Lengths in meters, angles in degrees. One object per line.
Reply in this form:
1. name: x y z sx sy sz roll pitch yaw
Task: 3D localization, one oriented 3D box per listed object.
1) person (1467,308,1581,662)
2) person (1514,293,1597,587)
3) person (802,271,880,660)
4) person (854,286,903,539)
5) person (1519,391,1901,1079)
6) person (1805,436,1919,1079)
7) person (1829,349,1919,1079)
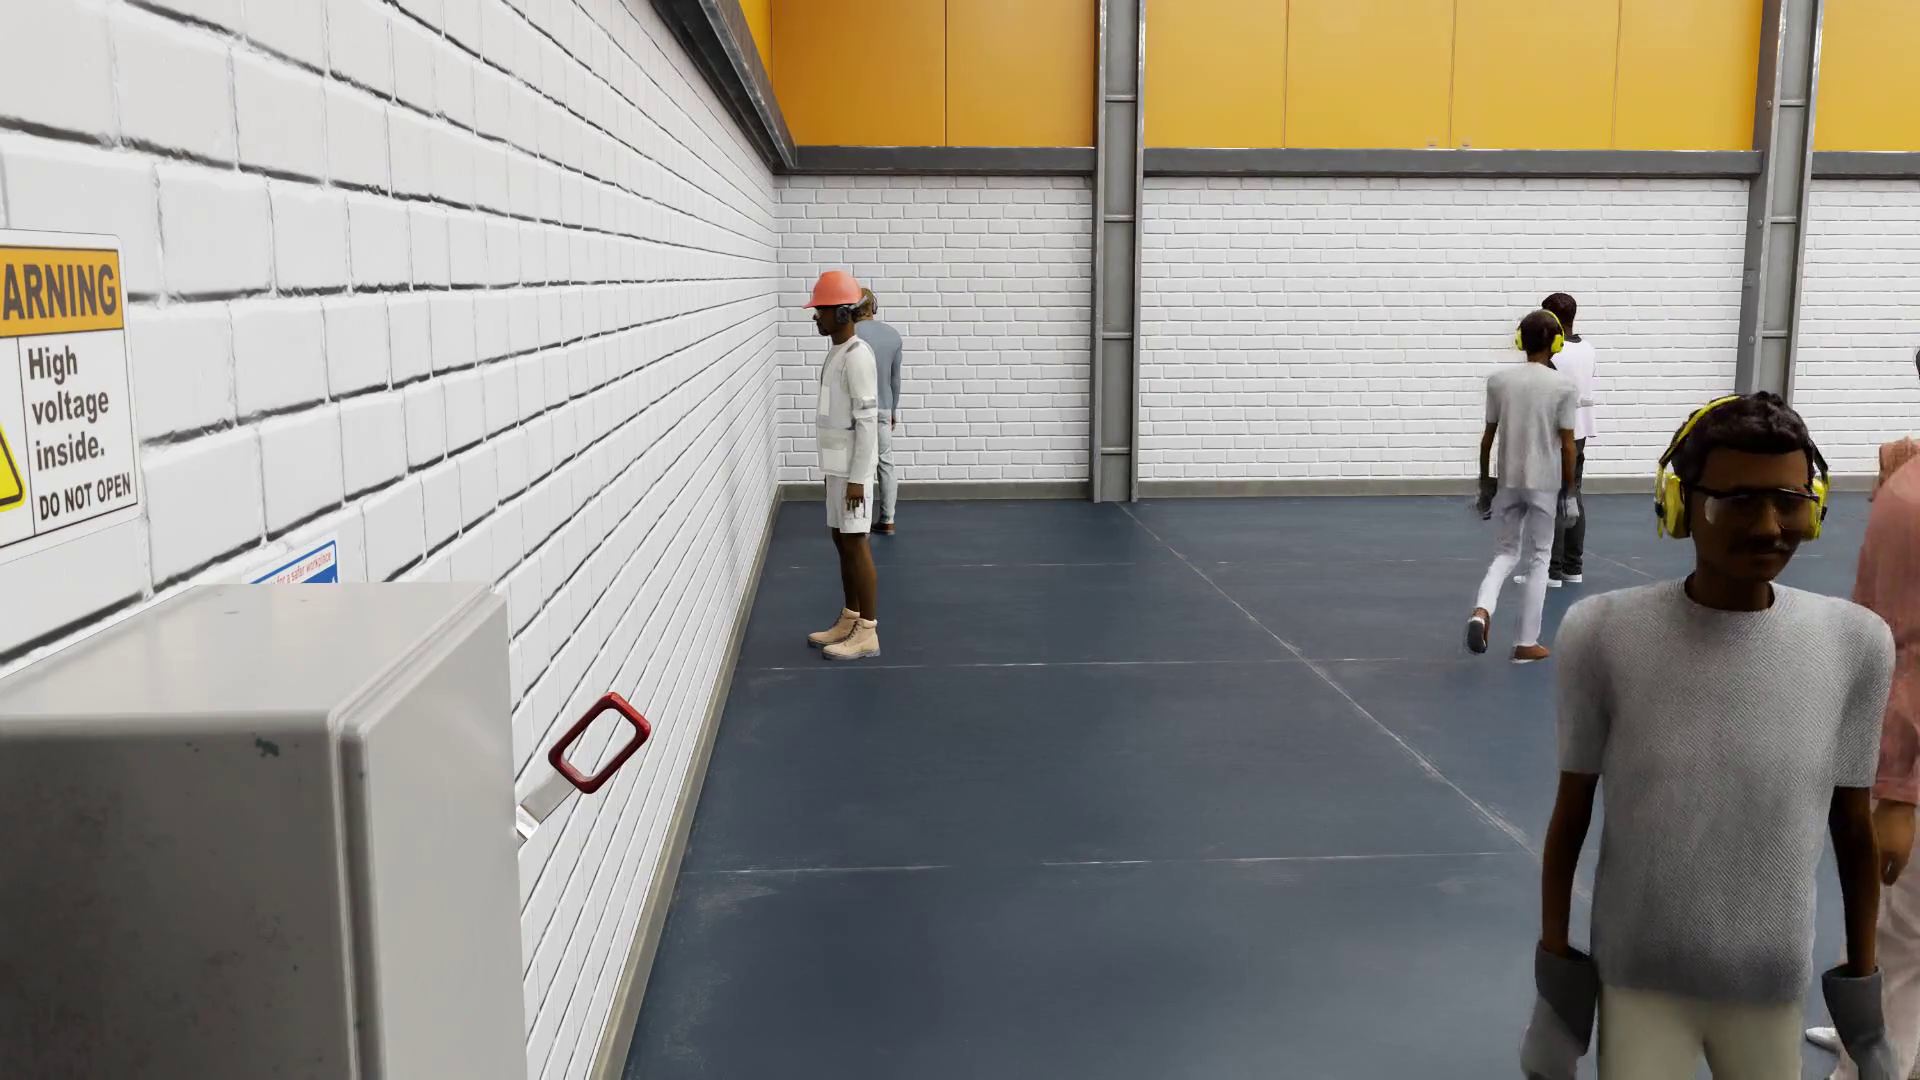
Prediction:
1. person: 2.914 -0.262 8.586 0.530 1.853 0.514 9 13 44
2. person: 3.912 -0.642 10.819 0.587 1.907 0.397 -9 12 -43
3. person: -0.631 -0.390 8.796 0.384 2.041 0.615 -3 9 -17
4. person: -0.722 -0.974 12.812 0.627 1.935 0.371 -8 12 -40
5. person: 1.180 0.698 2.616 0.564 1.886 0.569 2 9 10
6. person: 2.311 0.564 4.073 0.309 1.641 0.514 4 10 24
7. person: 2.098 0.478 3.600 0.384 1.975 0.746 8 12 43
